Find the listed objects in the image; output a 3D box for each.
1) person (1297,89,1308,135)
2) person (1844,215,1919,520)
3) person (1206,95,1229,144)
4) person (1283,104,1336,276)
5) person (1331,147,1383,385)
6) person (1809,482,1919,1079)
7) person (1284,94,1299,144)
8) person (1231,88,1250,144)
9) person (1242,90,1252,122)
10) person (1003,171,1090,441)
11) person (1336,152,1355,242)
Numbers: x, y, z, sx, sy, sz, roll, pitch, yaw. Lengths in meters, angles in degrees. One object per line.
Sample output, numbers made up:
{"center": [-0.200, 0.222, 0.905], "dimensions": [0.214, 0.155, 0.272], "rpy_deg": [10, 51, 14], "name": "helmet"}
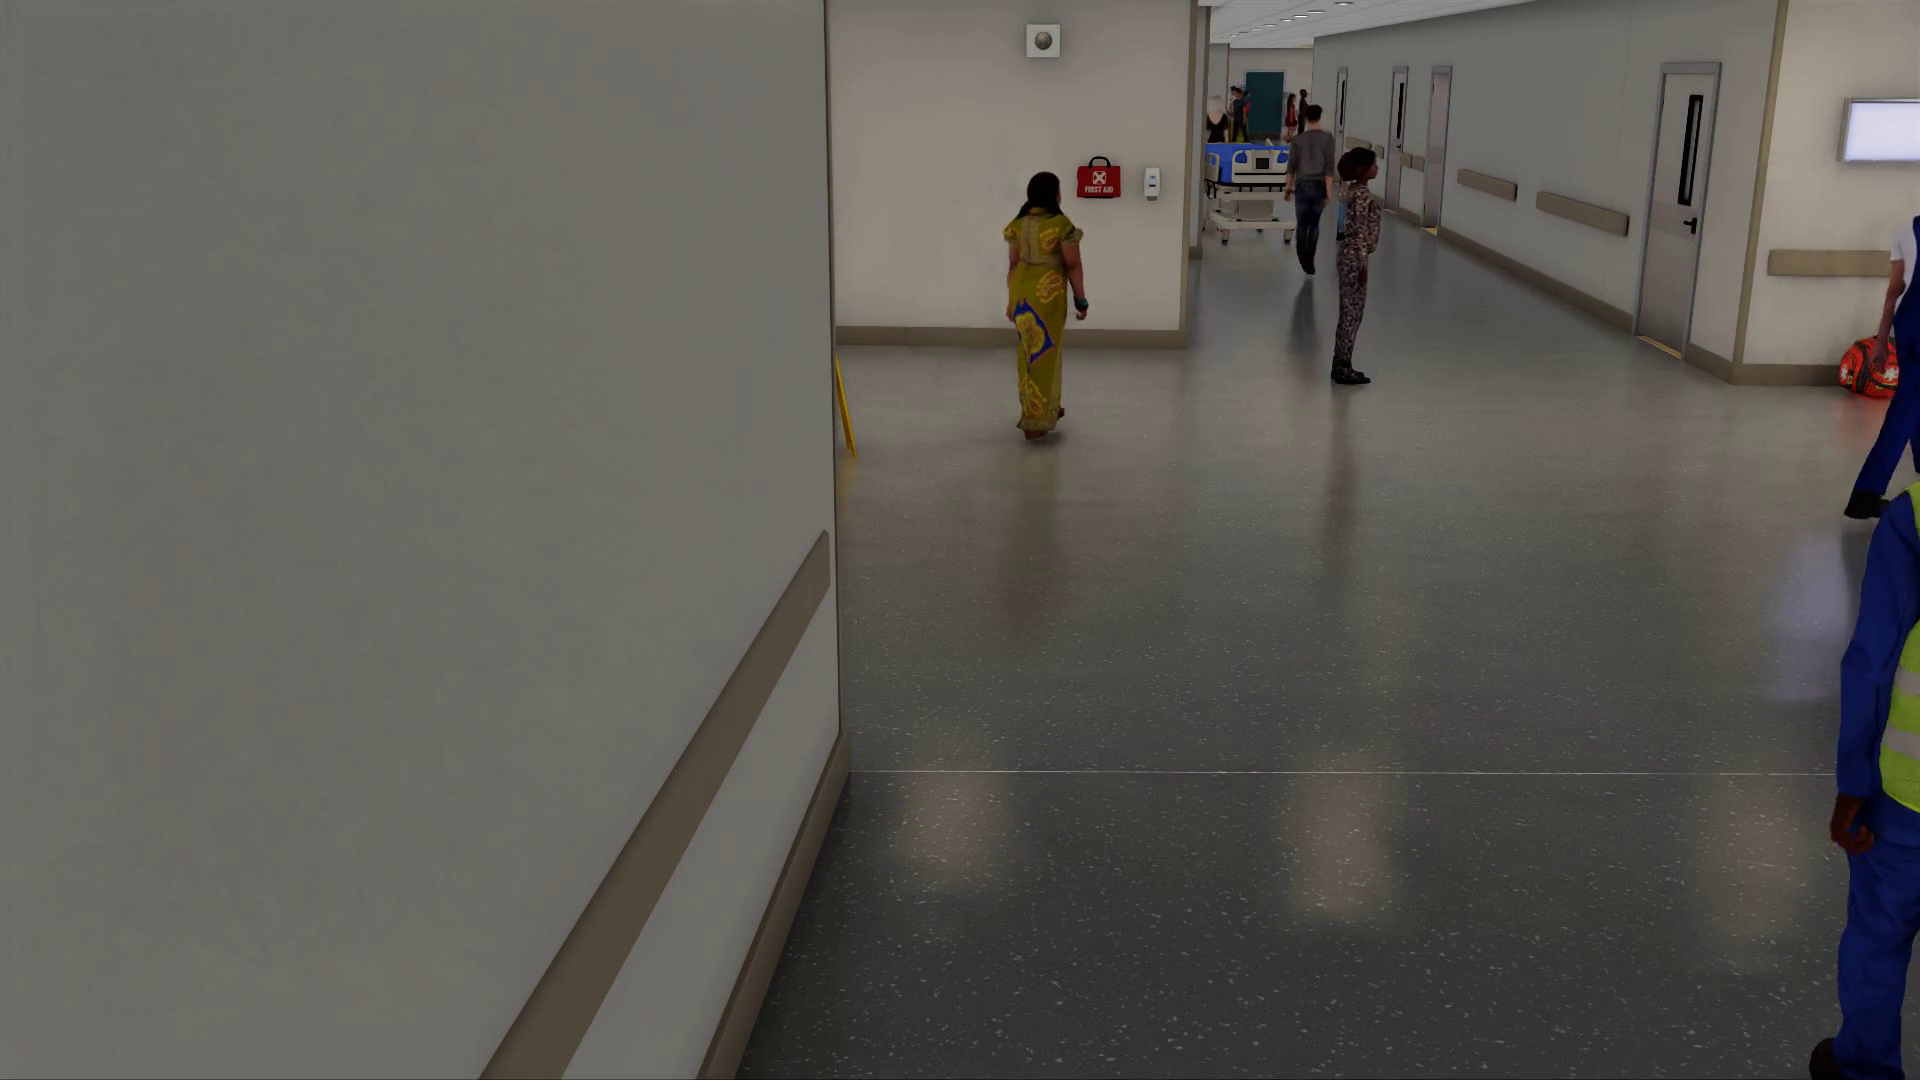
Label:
{"center": [9.687, -11.889, 47.186], "dimensions": [0.529, 1.757, 0.573], "rpy_deg": [2, 16, 7], "name": "person"}
{"center": [4.781, -0.956, 8.341], "dimensions": [1.314, 1.793, 1.105], "rpy_deg": [-8, 18, -28], "name": "person"}
{"center": [4.622, -7.076, 30.048], "dimensions": [1.149, 1.794, 0.895], "rpy_deg": [7, 17, 22], "name": "person"}
{"center": [3.914, -3.852, 18.535], "dimensions": [1.229, 1.836, 0.851], "rpy_deg": [3, 16, 12], "name": "person"}
{"center": [2.917, -2.027, 12.286], "dimensions": [0.550, 1.713, 0.564], "rpy_deg": [2, 16, 7], "name": "person"}
{"center": [1.964, 0.503, 3.183], "dimensions": [1.085, 1.784, 0.845], "rpy_deg": [3, 16, 12], "name": "person"}
{"center": [10.566, -13.563, 53.499], "dimensions": [0.633, 1.546, 0.568], "rpy_deg": [1, 16, 2], "name": "person"}
{"center": [7.911, -11.702, 46.553], "dimensions": [1.228, 1.741, 1.173], "rpy_deg": [-14, 21, -40], "name": "person"}
{"center": [9.029, -13.395, 52.712], "dimensions": [0.705, 1.657, 0.668], "rpy_deg": [14, 21, 40], "name": "person"}
{"center": [0.456, -1.435, 10.331], "dimensions": [1.075, 1.634, 1.095], "rpy_deg": [11, 19, 35], "name": "person"}
{"center": [5.262, -4.704, 22.740], "dimensions": [0.463, 1.193, 0.474], "rpy_deg": [2, 16, 7], "name": "person"}
